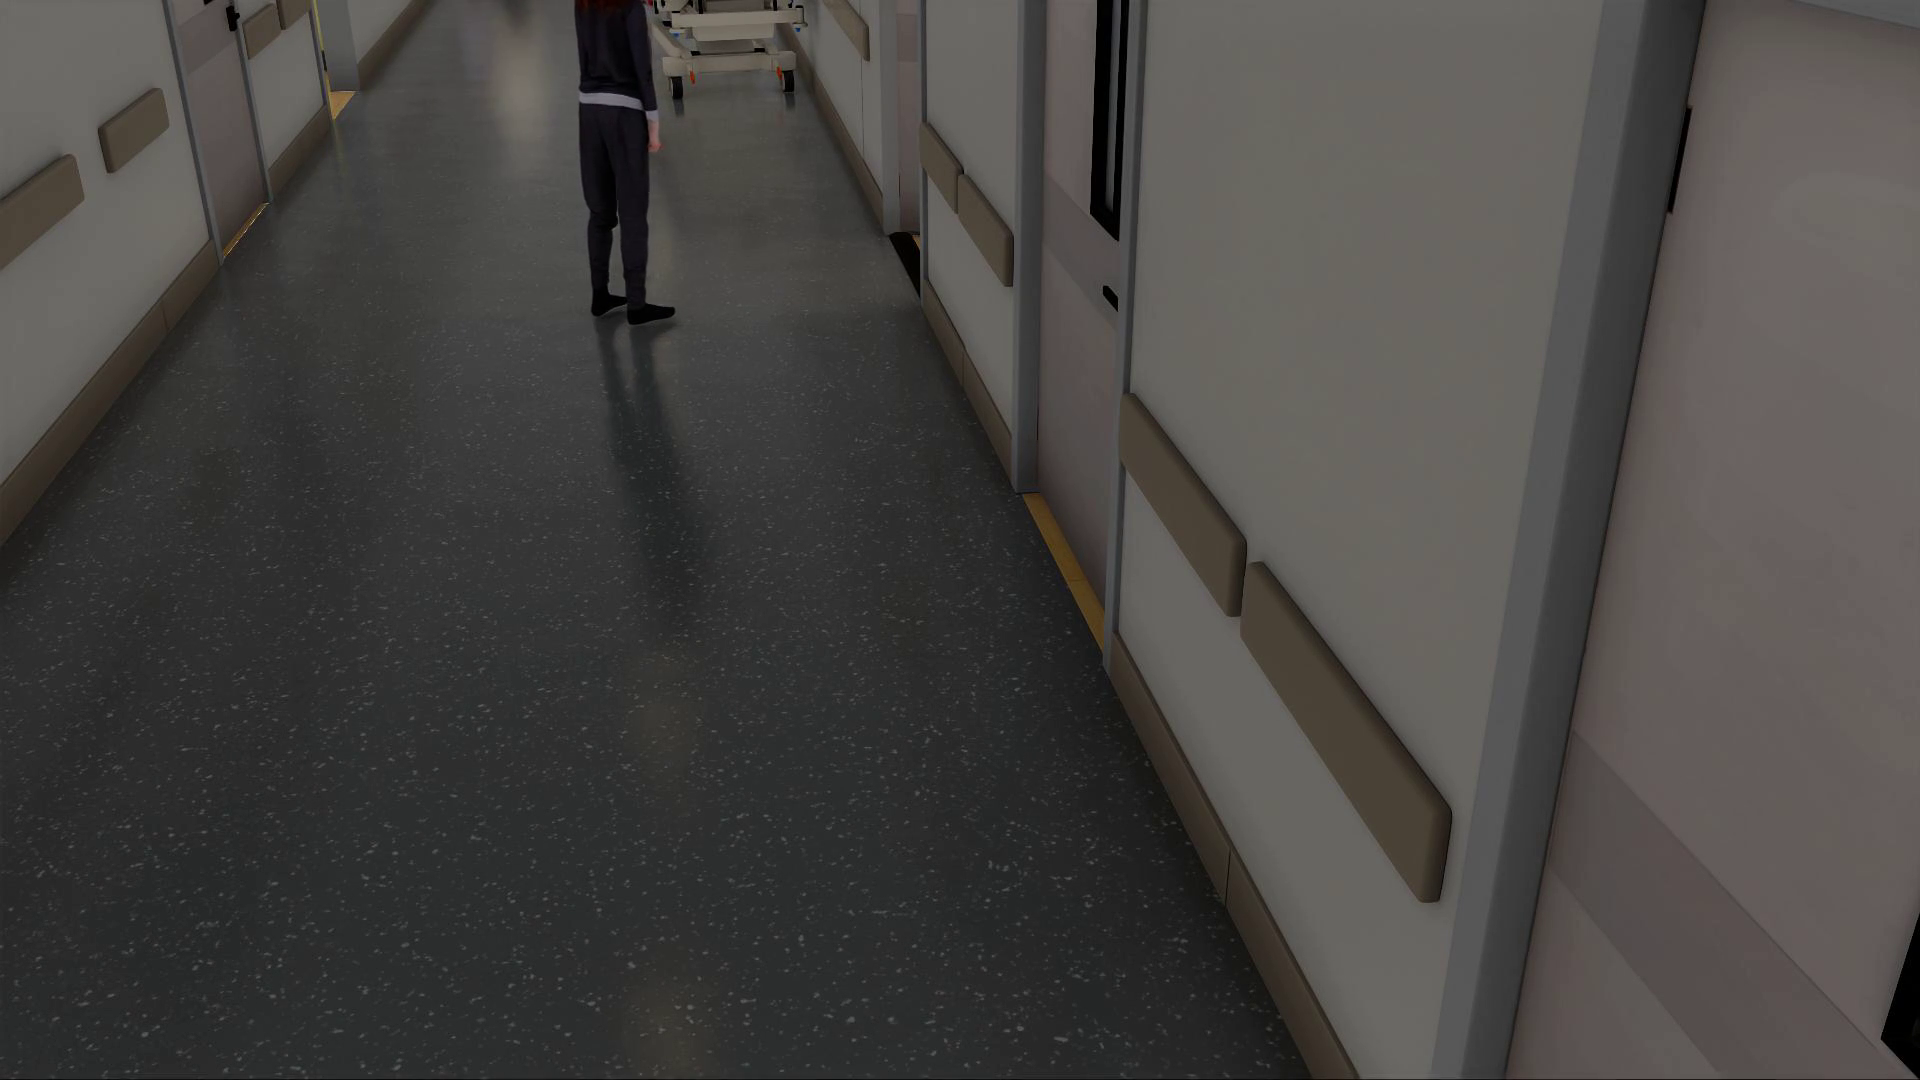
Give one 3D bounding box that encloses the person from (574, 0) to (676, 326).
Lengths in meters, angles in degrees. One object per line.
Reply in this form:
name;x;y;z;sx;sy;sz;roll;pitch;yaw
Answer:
person;-1.550;-1.858;7.468;0.645;1.773;0.698;18;31;33
